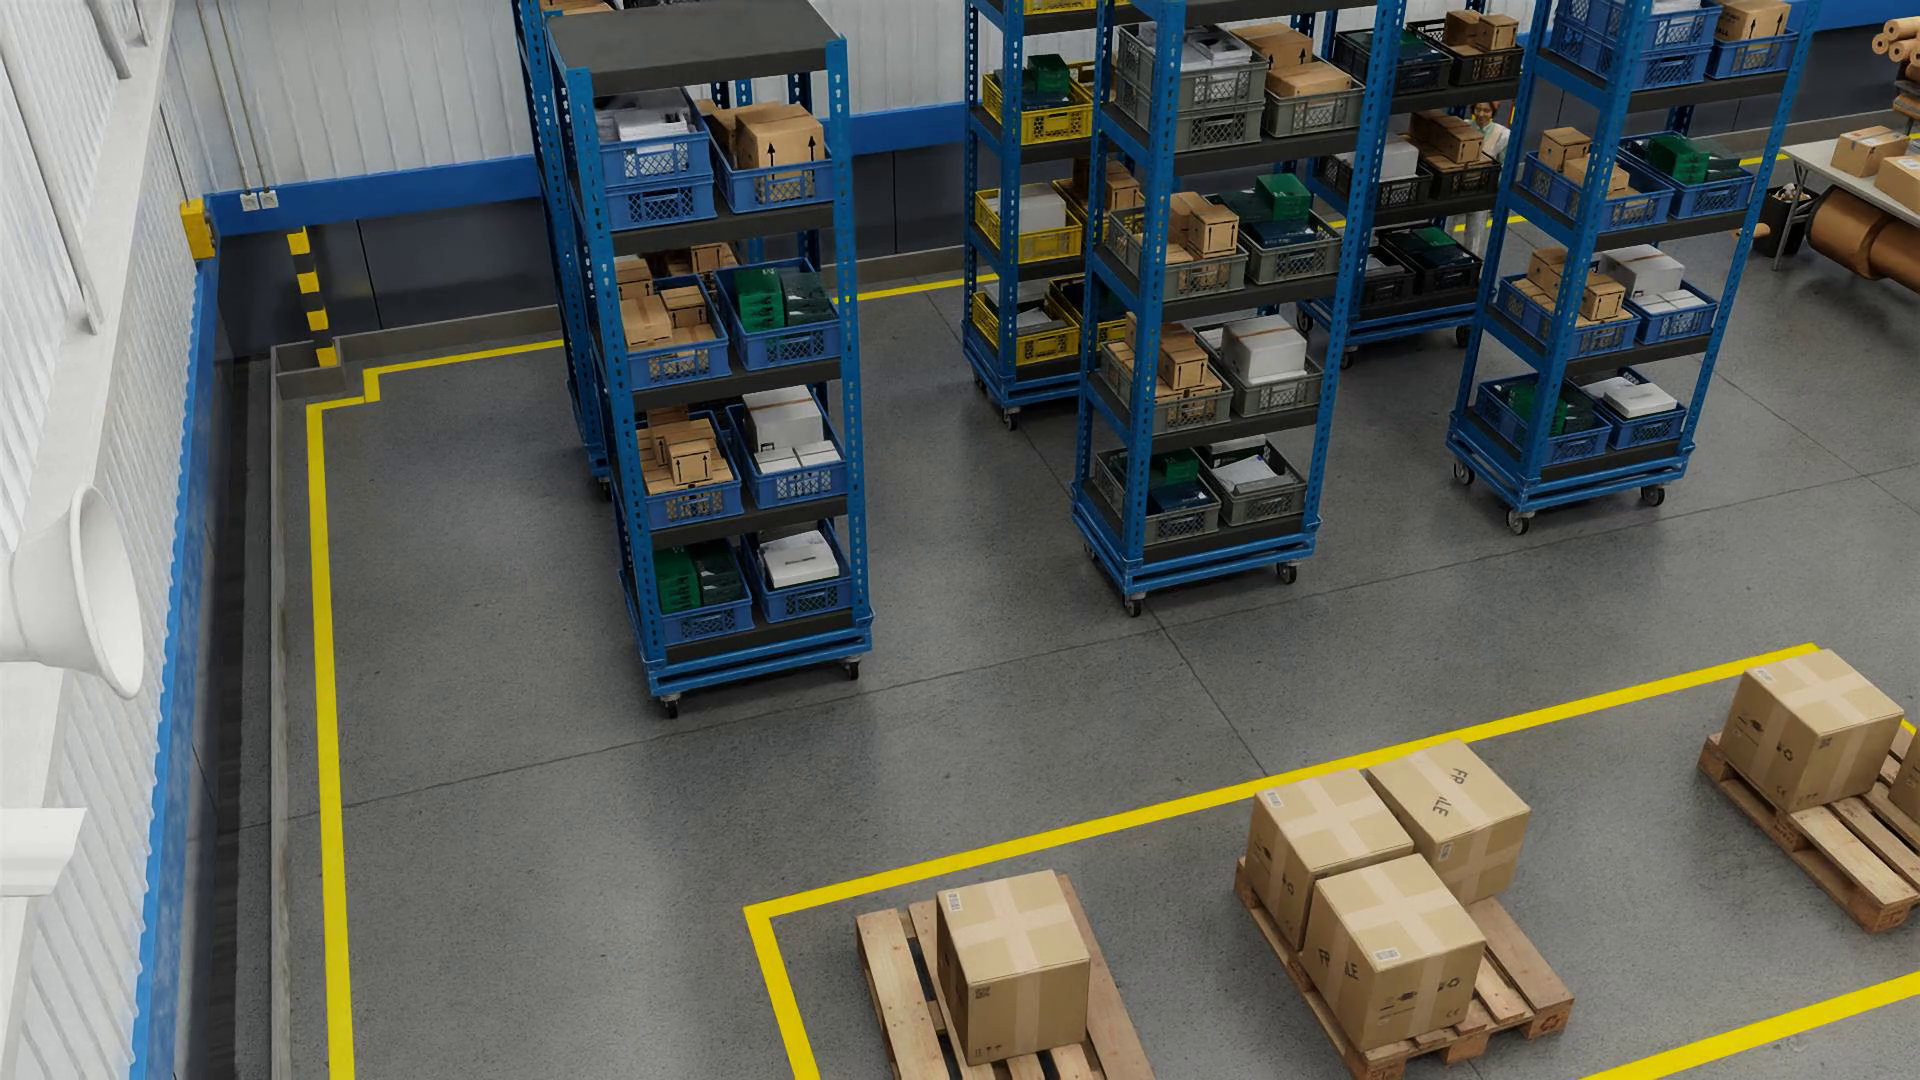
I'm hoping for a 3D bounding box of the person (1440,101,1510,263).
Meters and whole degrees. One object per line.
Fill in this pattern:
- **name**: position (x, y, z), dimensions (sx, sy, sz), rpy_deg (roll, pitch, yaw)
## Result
- **person**: position (3.824, -2.598, 12.534), dimensions (0.513, 1.641, 0.309), rpy_deg (11, 37, 15)
